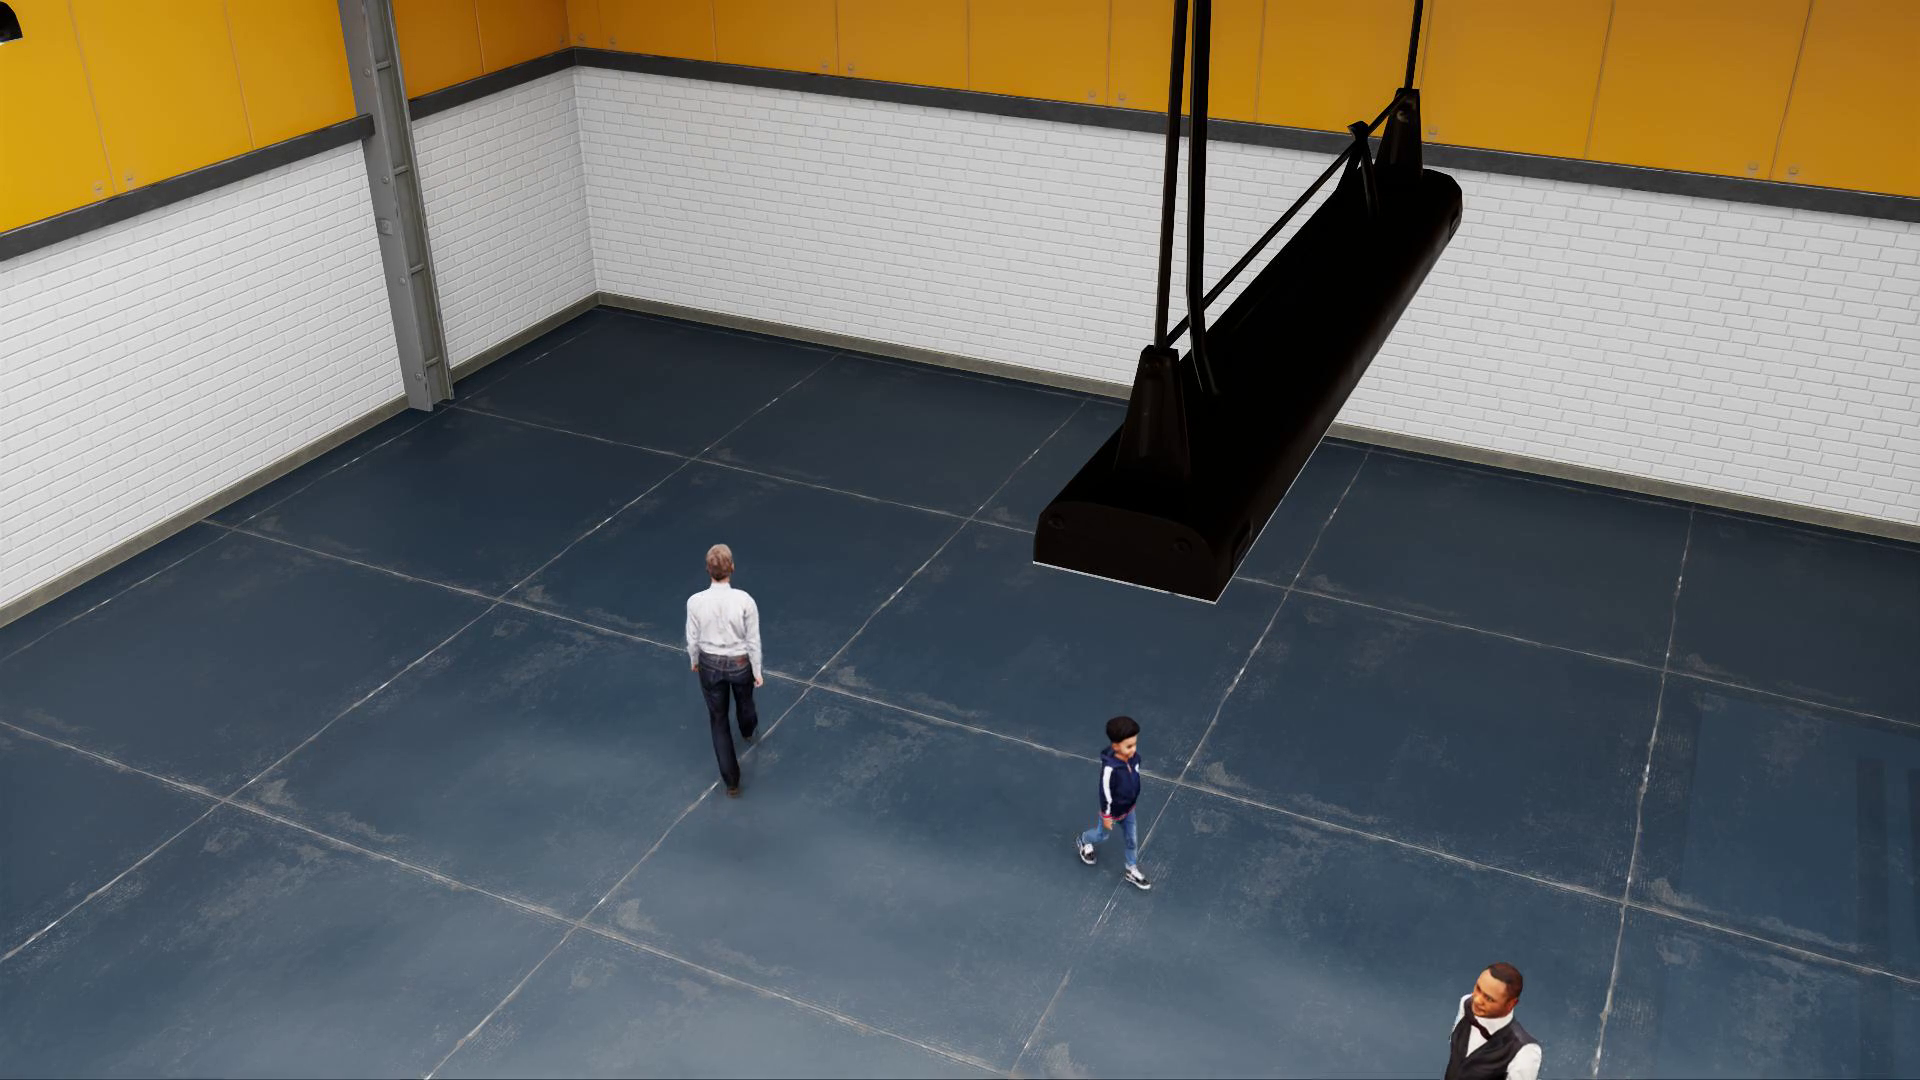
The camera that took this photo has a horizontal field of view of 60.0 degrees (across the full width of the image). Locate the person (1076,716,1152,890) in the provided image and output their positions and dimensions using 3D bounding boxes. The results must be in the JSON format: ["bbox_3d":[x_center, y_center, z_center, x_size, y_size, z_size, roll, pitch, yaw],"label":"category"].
[{"bbox_3d":[0.972,1.647,10.620,0.835,1.207,0.797,-20,34,-32],"label":"person"}]

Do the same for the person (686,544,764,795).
[{"bbox_3d":[-1.605,0.917,11.356,1.018,1.783,1.222,-1,29,-2],"label":"person"}]

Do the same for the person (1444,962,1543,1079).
[{"bbox_3d":[2.538,2.731,7.909,1.126,1.900,1.075,-9,30,-16],"label":"person"}]
